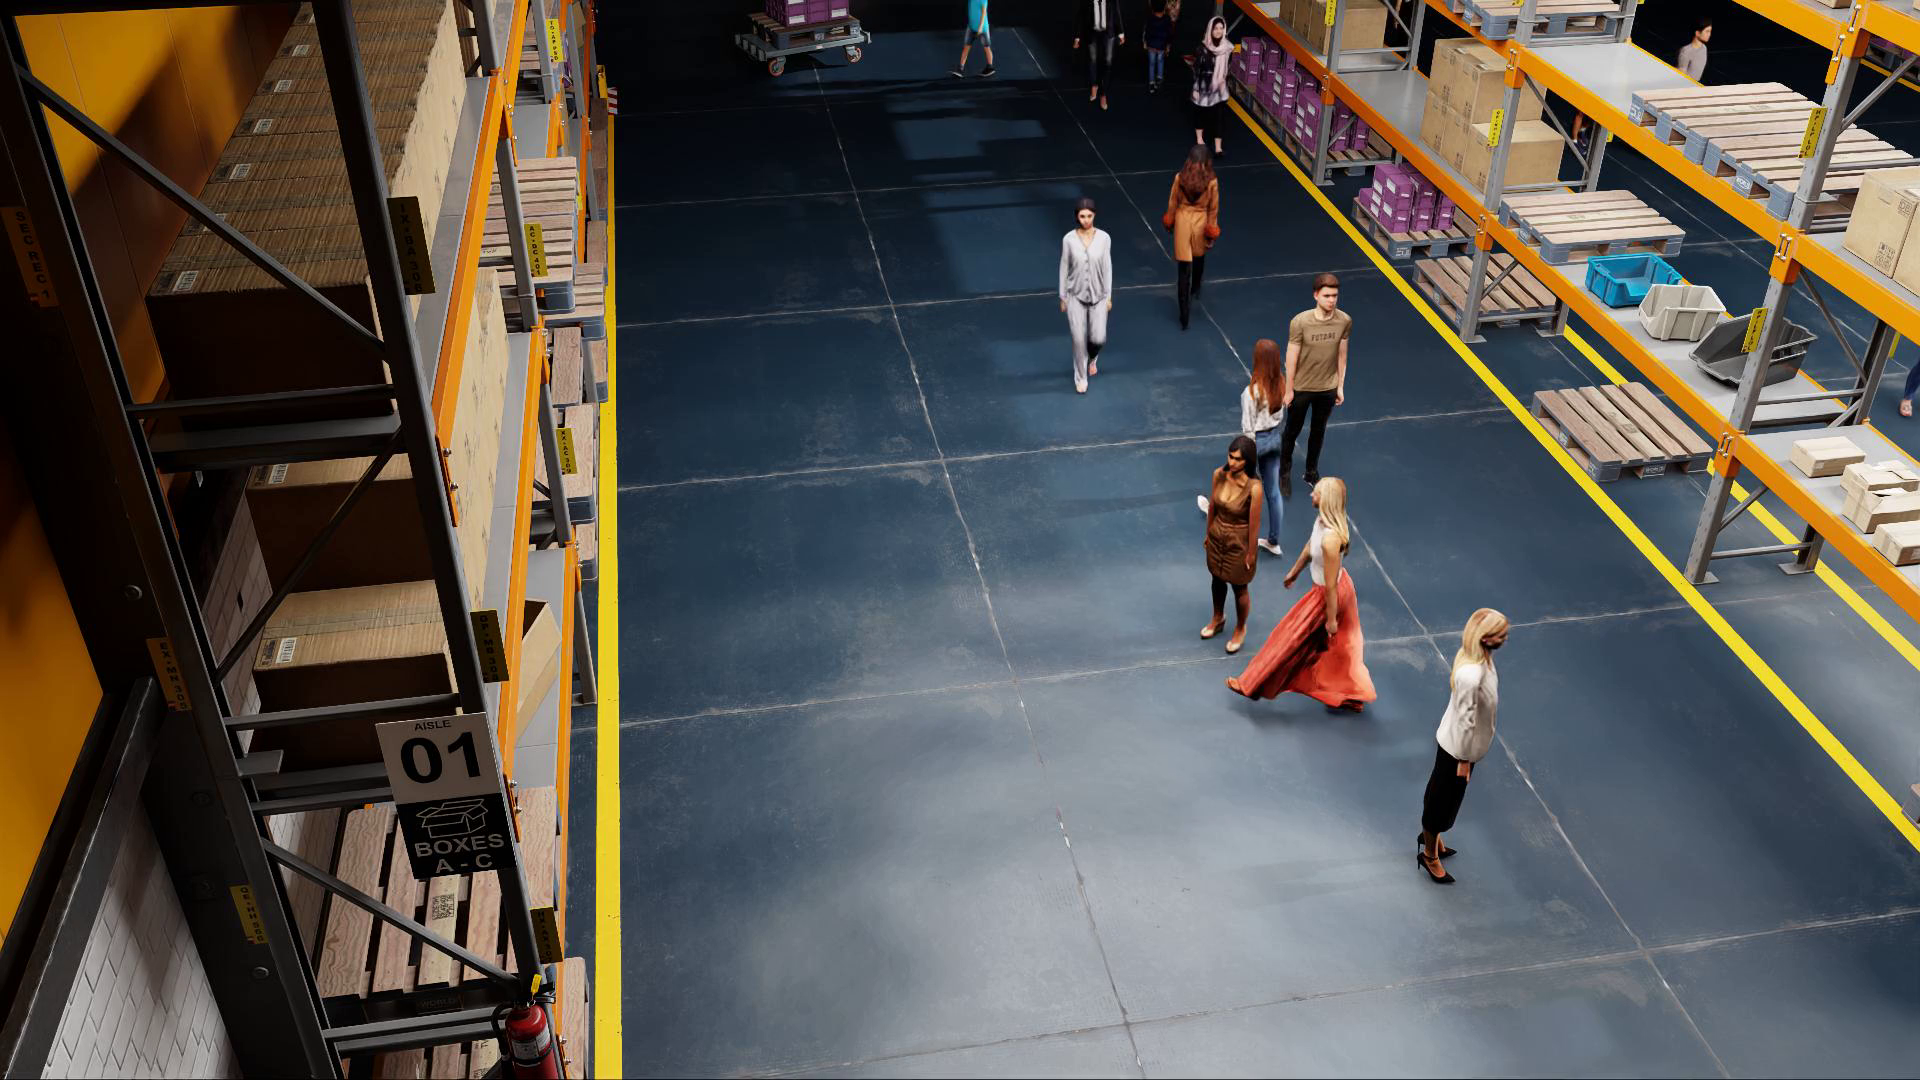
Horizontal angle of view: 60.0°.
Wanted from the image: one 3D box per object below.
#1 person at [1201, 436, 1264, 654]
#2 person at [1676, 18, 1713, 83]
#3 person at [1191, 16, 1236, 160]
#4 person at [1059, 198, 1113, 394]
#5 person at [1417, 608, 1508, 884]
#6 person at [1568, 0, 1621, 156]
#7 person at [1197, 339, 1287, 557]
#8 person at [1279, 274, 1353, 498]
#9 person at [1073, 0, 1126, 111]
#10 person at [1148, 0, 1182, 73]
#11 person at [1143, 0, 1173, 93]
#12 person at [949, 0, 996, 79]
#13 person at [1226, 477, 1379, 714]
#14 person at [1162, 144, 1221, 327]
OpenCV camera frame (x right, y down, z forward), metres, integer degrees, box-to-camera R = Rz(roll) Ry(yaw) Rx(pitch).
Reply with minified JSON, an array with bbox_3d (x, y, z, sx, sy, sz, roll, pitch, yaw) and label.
[{"bbox_3d":[1.851,0.024,11.292,0.705,1.684,0.612,-27,42,-35],"label":"person"},{"bbox_3d":[8.221,-5.139,19.036,0.791,1.710,0.909,-21,39,-28],"label":"person"},{"bbox_3d":[2.887,-5.296,19.370,0.638,1.603,1.002,-5,34,-7],"label":"person"},{"bbox_3d":[1.102,-2.158,14.505,0.711,1.762,0.772,3,34,4],"label":"person"},{"bbox_3d":[2.837,1.158,9.428,0.742,1.859,0.614,10,35,14],"label":"person"},{"bbox_3d":[7.300,-5.374,19.341,0.703,1.764,0.720,-14,36,-20],"label":"person"},{"bbox_3d":[2.279,-0.652,12.302,0.831,1.692,1.133,-18,38,-25],"label":"person"},{"bbox_3d":[2.762,-1.214,13.005,0.648,1.850,0.545,-6,34,-9],"label":"person"},{"bbox_3d":[1.803,-6.335,20.808,1.026,1.756,1.017,7,34,10],"label":"person"},{"bbox_3d":[2.687,-6.992,21.768,0.764,1.773,0.971,5,34,7],"label":"person"},{"bbox_3d":[2.519,-6.350,21.312,0.646,1.209,0.790,4,34,6],"label":"person"},{"bbox_3d":[0.288,-6.760,21.741,0.909,1.417,0.921,-28,43,-36],"label":"person"},{"bbox_3d":[2.441,0.415,10.641,1.071,1.754,1.255,8,34,12],"label":"person"},{"bbox_3d":[2.160,-2.822,15.580,0.978,1.678,1.240,6,34,8],"label":"person"}]
